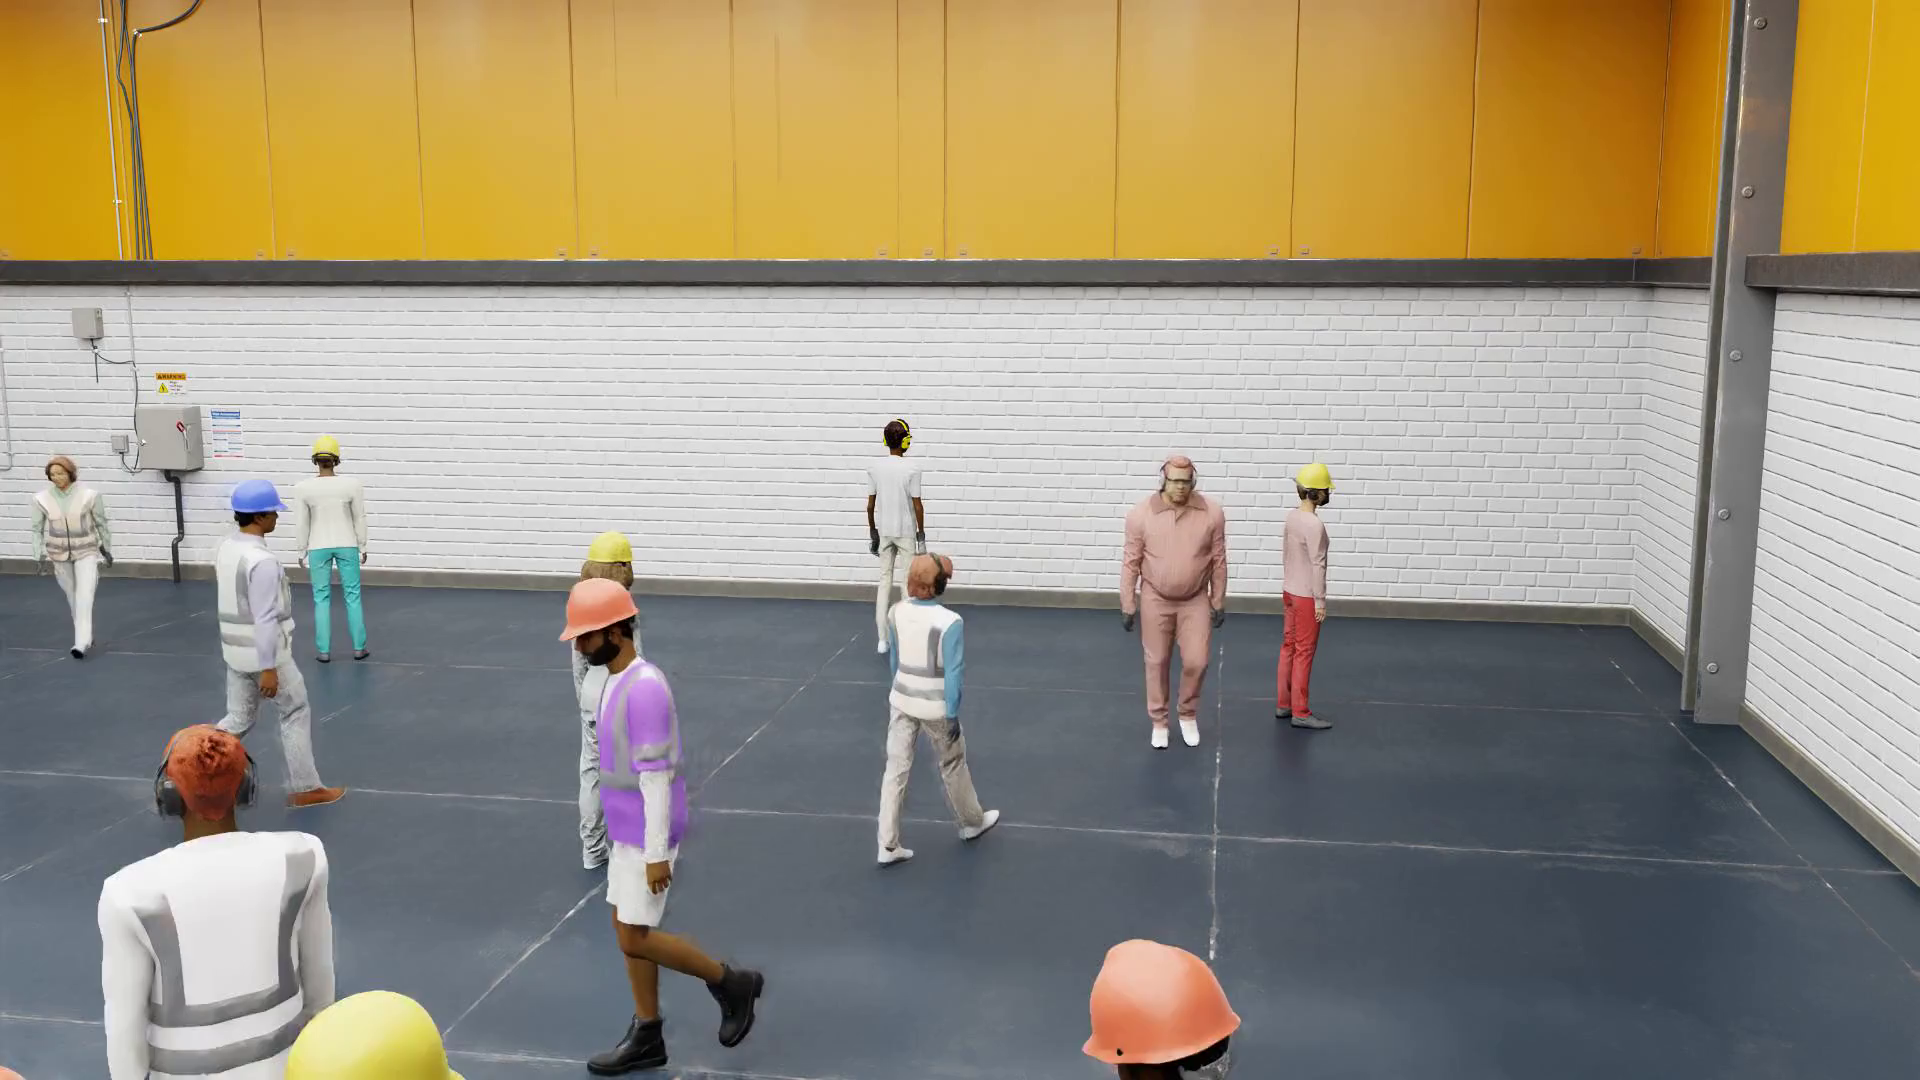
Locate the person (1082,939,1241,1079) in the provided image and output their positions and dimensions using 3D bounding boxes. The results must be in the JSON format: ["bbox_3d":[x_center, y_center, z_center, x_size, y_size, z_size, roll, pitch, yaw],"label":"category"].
[{"bbox_3d":[0.420,1.634,2.955,0.579,1.871,0.975,-3,10,-17],"label":"person"}]

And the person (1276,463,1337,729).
[{"bbox_3d":[2.322,0.366,11.084,0.325,1.767,0.533,-2,9,-11],"label":"person"}]

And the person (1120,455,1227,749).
[{"bbox_3d":[1.345,0.398,10.493,0.685,1.886,0.455,1,9,3],"label":"person"}]

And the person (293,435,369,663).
[{"bbox_3d":[-4.868,0.070,12.904,0.523,1.769,0.321,-3,10,-20],"label":"person"}]

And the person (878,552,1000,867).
[{"bbox_3d":[-0.141,0.849,8.607,0.538,1.586,0.848,8,12,39],"label":"person"}]

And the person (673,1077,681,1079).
[{"bbox_3d":[-0.340,1.698,2.522,0.657,1.886,0.487,4,10,21],"label":"person"}]

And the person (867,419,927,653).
[{"bbox_3d":[-0.488,-0.022,13.160,0.511,1.872,0.329,4,10,25],"label":"person"}]

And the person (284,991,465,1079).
[{"bbox_3d":[-0.975,1.659,2.677,0.602,1.908,0.457,5,10,28],"label":"person"}]

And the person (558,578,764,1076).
[{"bbox_3d":[-1.152,1.081,6.267,0.660,1.901,0.603,-4,10,-23],"label":"person"}]

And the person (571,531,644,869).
[{"bbox_3d":[-1.738,0.820,8.363,0.484,1.742,0.301,7,12,37],"label":"person"}]

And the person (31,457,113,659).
[{"bbox_3d":[-6.966,0.136,13.039,0.530,1.576,0.896,-2,10,-15],"label":"person"}]

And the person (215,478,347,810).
[{"bbox_3d":[-3.916,0.611,9.123,0.613,1.915,0.912,9,13,43],"label":"person"}]

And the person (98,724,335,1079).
[{"bbox_3d":[-1.923,1.401,4.376,0.575,1.869,0.427,-6,11,-35],"label":"person"}]

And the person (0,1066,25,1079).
[{"bbox_3d":[-1.320,1.660,2.503,0.641,1.962,0.812,6,11,35],"label":"person"}]
